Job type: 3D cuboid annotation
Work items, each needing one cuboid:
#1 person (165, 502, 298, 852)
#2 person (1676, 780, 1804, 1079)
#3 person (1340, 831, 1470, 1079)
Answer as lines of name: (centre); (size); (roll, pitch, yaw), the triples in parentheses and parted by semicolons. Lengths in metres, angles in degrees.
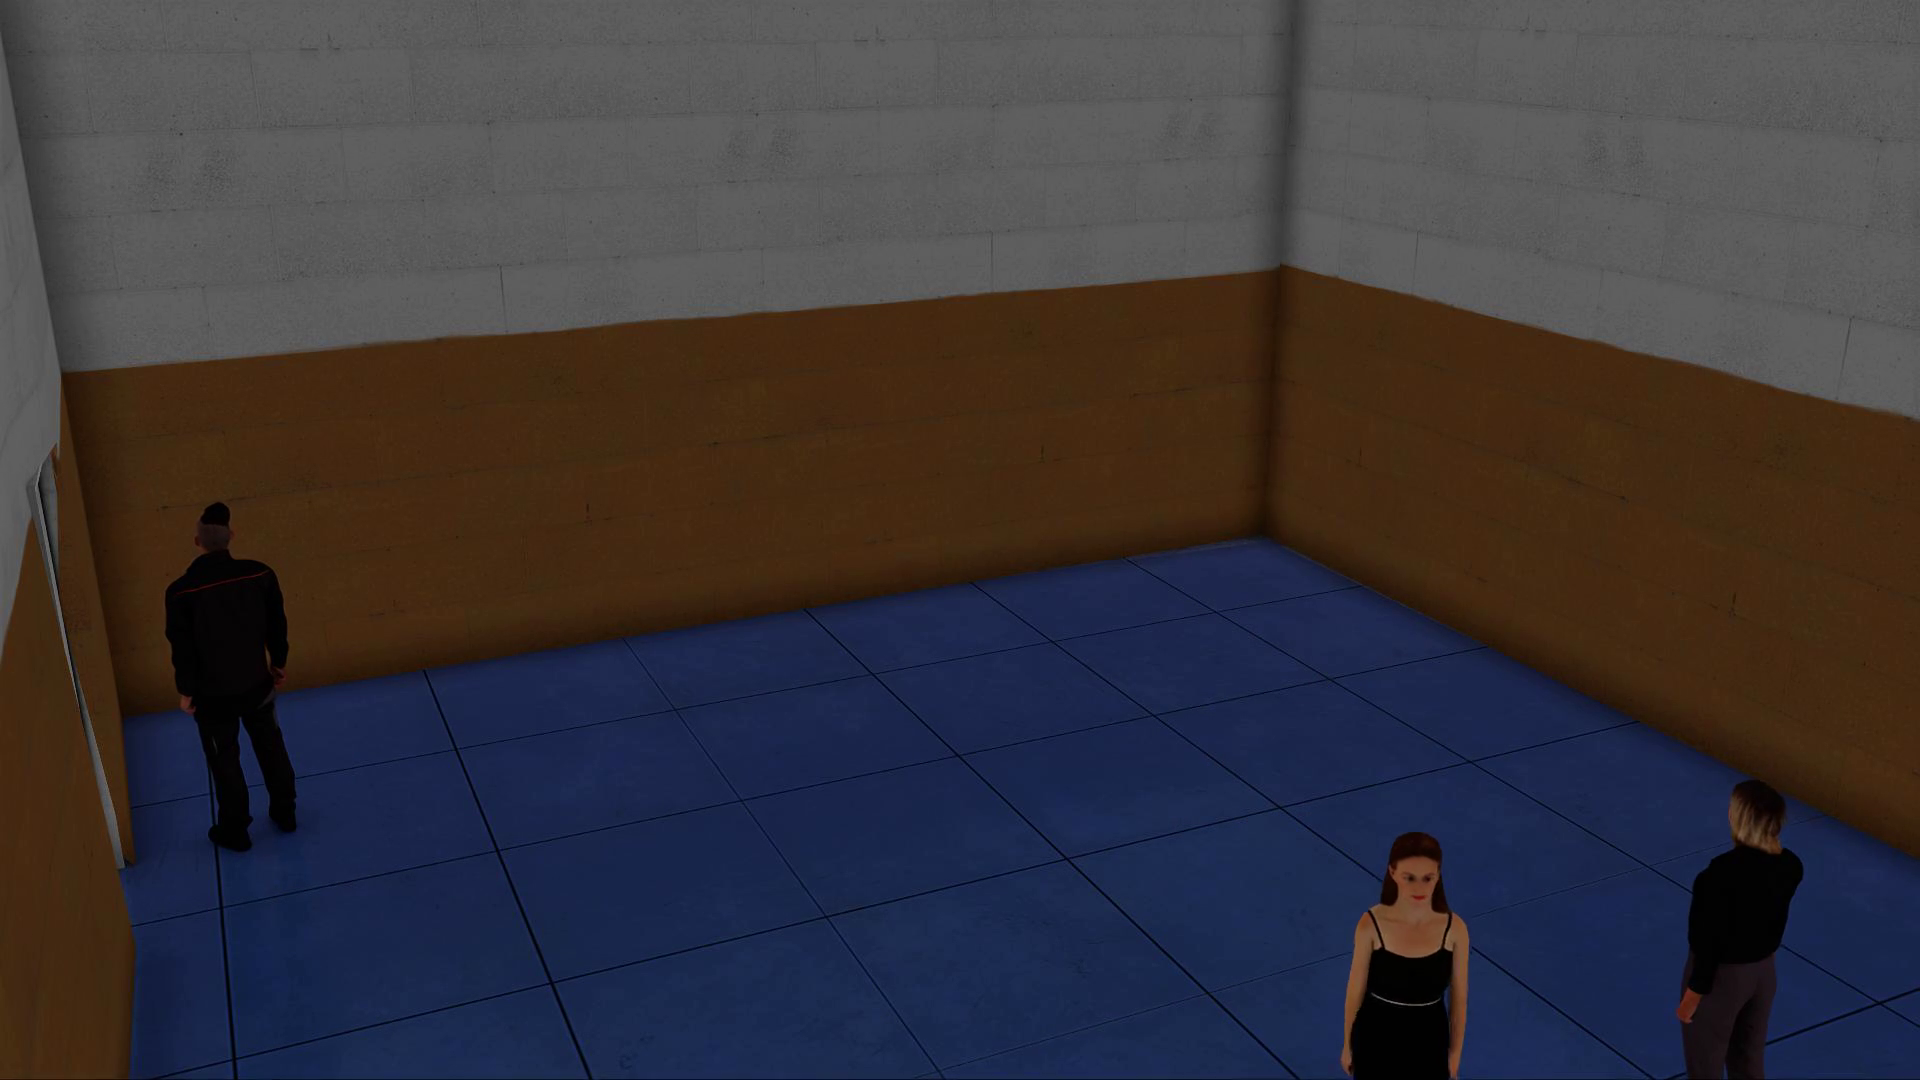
person: (-3.740, 0.683, 8.545); (0.913, 1.862, 0.730); (16, 24, 39)
person: (2.801, 1.644, 6.034); (0.467, 1.669, 0.654); (-9, 21, -25)
person: (1.538, 1.743, 5.846); (0.993, 1.602, 0.910); (1, 19, 3)
